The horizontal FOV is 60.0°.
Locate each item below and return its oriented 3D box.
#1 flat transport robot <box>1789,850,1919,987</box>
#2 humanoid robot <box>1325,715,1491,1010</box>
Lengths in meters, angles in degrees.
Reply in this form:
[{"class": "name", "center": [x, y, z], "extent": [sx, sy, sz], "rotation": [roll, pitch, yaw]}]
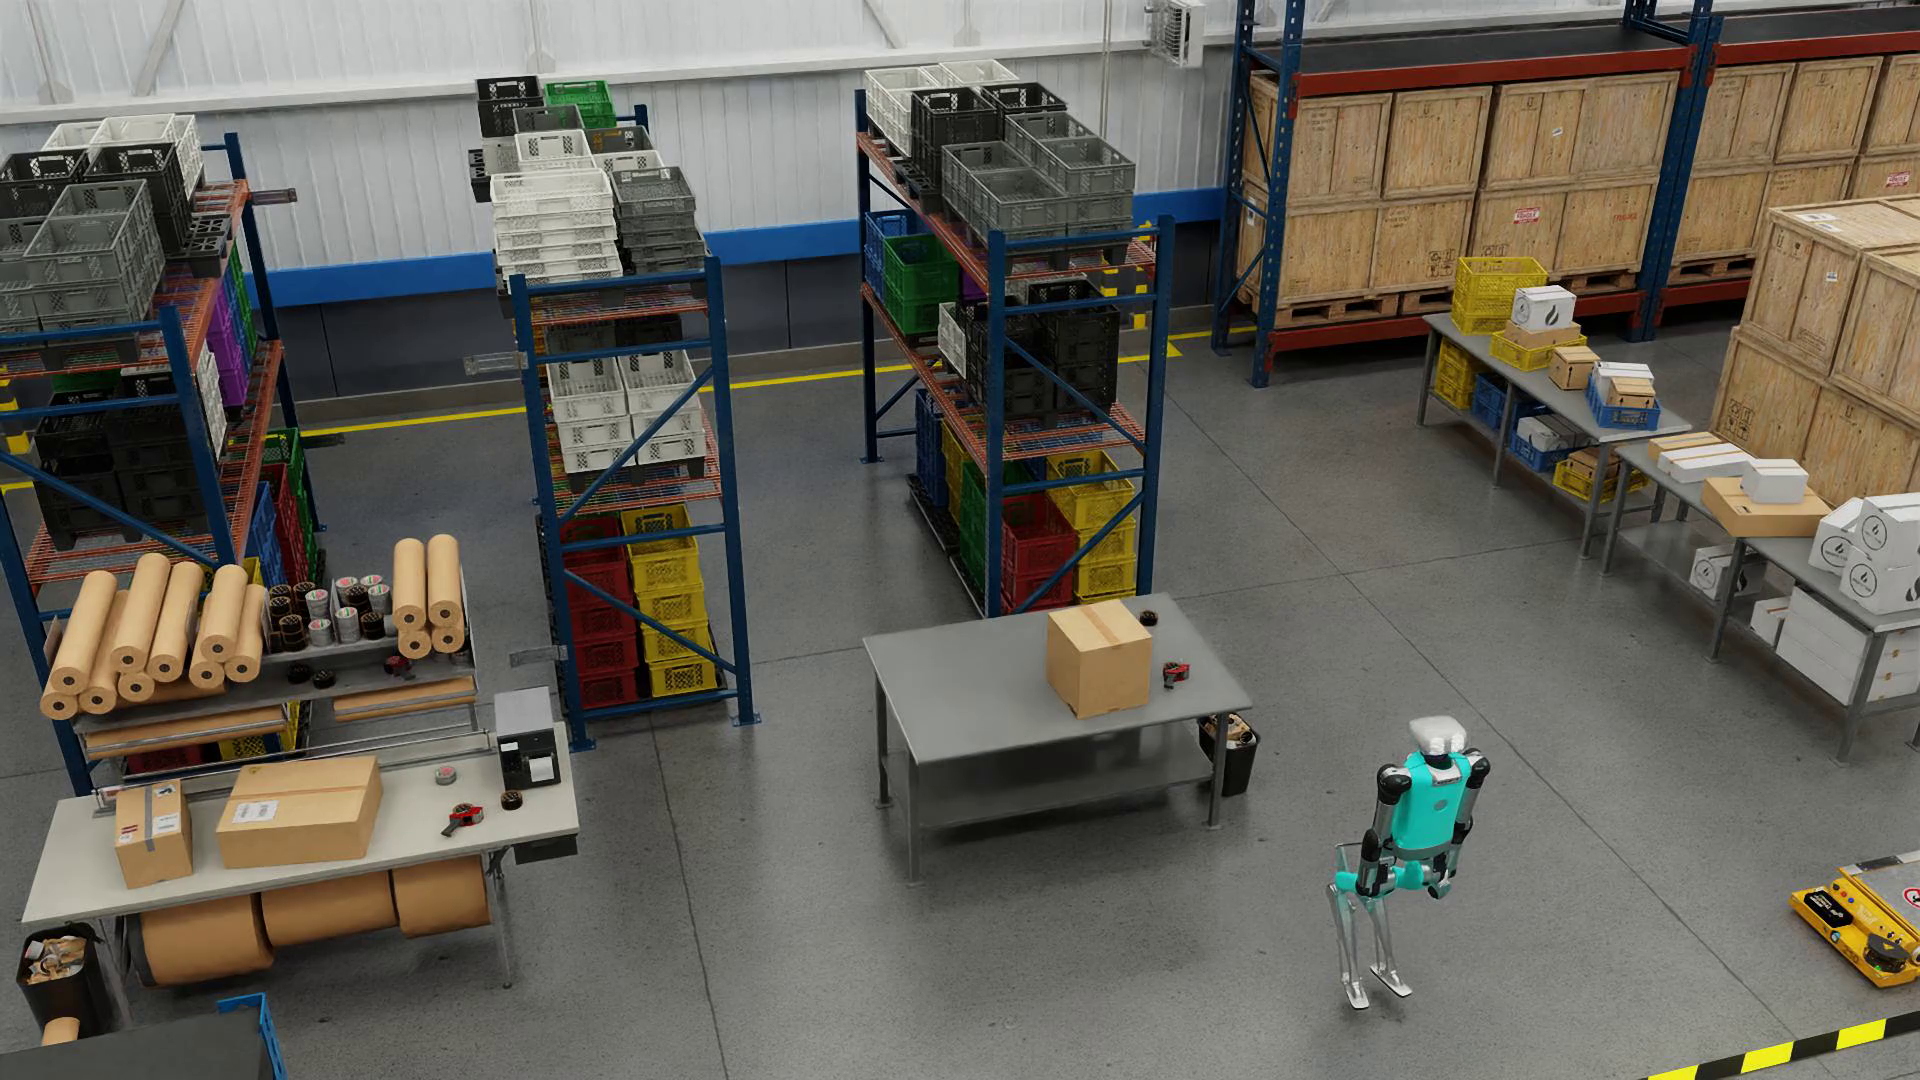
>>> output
[{"class": "flat transport robot", "center": [5.163, 1.916, 8.676], "extent": [1.431, 0.231, 0.659], "rotation": [-8, 30, -14]}, {"class": "humanoid robot", "center": [2.029, 1.438, 7.880], "extent": [0.533, 1.677, 0.735], "rotation": [-8, 30, -15]}]
